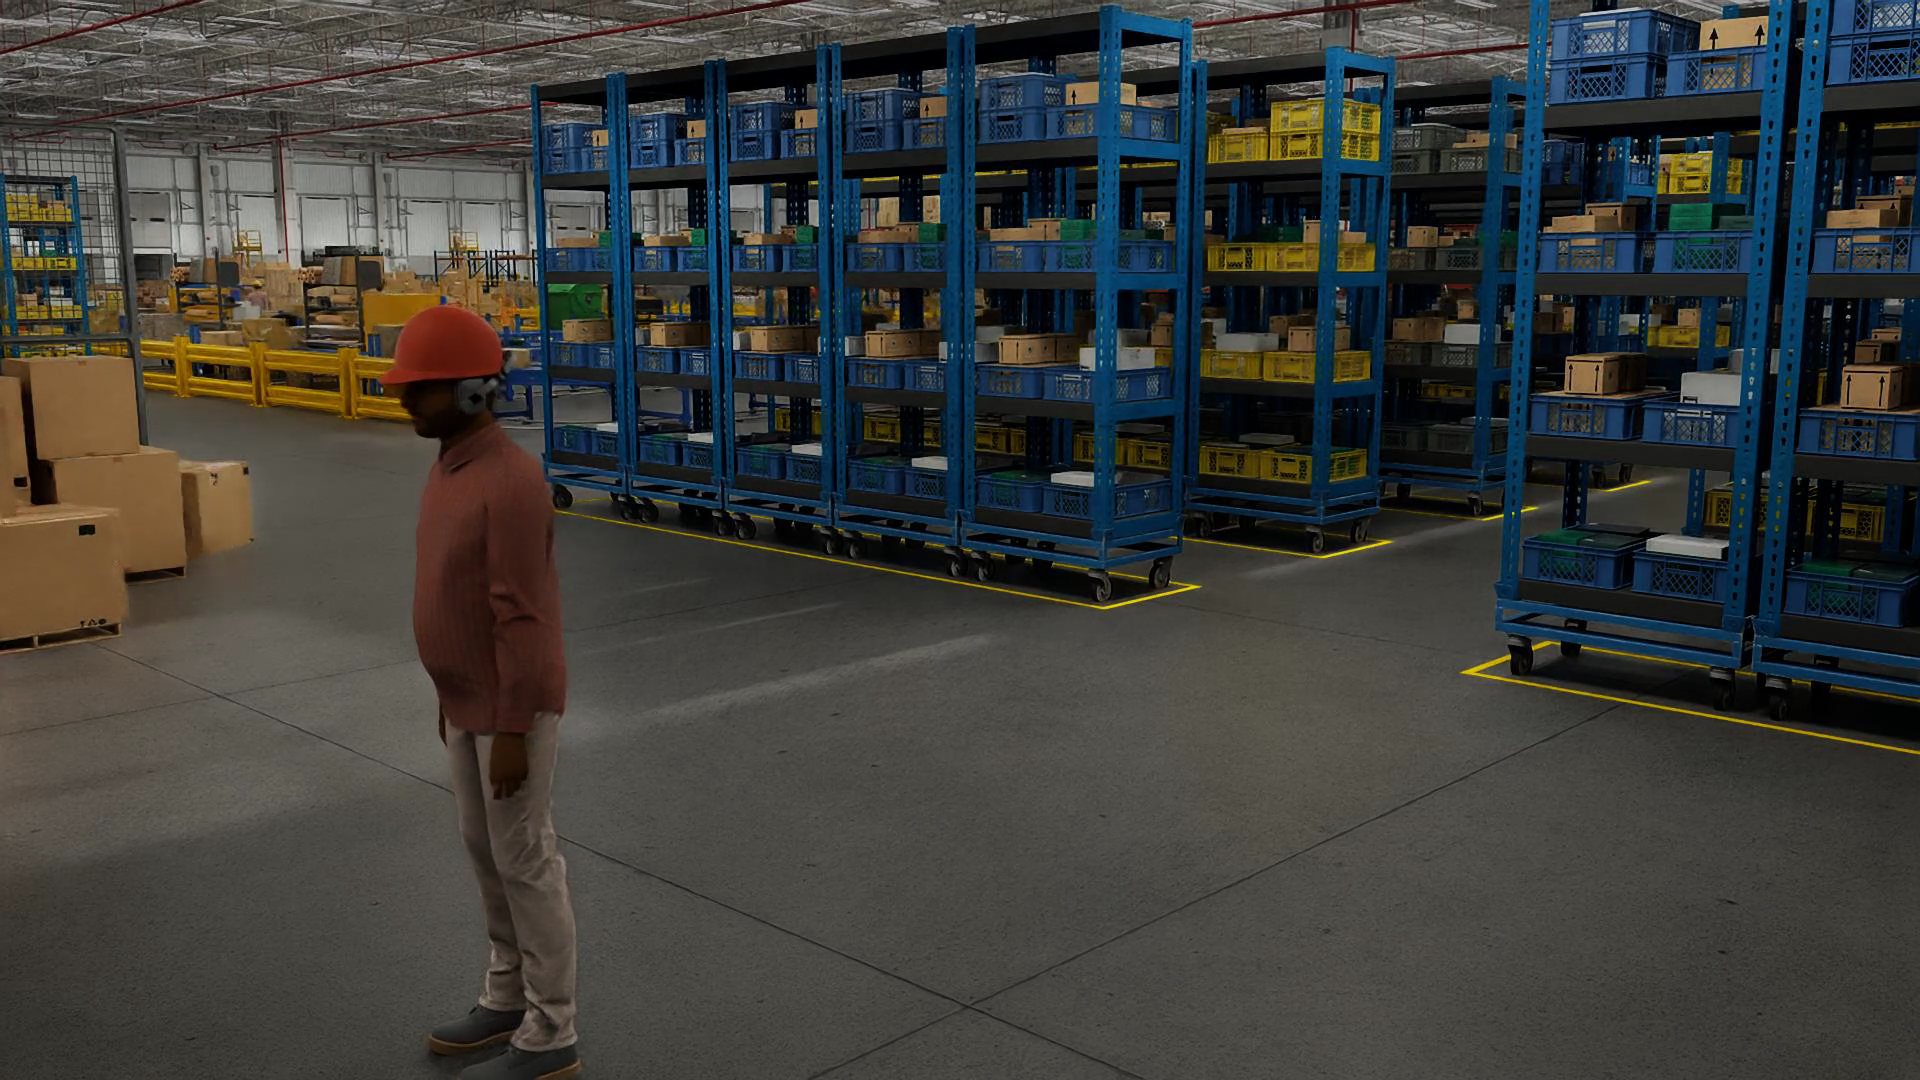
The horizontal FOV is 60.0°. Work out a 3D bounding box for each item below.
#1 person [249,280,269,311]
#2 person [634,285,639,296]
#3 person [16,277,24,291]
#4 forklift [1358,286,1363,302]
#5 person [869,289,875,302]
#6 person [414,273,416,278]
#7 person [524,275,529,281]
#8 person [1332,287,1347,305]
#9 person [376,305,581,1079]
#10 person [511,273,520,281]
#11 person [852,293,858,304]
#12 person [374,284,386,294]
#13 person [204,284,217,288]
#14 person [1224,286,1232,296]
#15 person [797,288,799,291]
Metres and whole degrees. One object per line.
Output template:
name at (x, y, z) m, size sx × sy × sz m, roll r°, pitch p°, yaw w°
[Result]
person at (-19.099, -6.200, 45.382) m, size 0.552 × 1.747 × 0.481 m, roll 0°, pitch 9°, yaw -1°
person at (-21.116, -16.489, 108.977) m, size 0.520 × 1.595 × 0.865 m, roll 6°, pitch 11°, yaw 34°
person at (-44.329, -11.612, 78.464) m, size 0.900 × 1.812 × 0.630 m, roll -4°, pitch 10°, yaw -22°
forklift at (11.100, -7.017, 46.970) m, size 1.873 × 2.768 × 1.129 m, roll 9°, pitch 13°, yaw 43°
person at (-4.132, -11.218, 75.656) m, size 0.922 × 1.936 × 0.614 m, roll -4°, pitch 10°, yaw -23°
person at (-28.796, -13.104, 87.486) m, size 0.411 × 1.849 × 0.591 m, roll -6°, pitch 11°, yaw -31°
person at (-24.715, -14.243, 94.794) m, size 0.513 × 1.735 × 0.388 m, roll 8°, pitch 12°, yaw 41°
person at (5.730, -2.907, 24.748) m, size 0.640 × 1.909 × 0.409 m, roll 9°, pitch 13°, yaw 43°
person at (-1.215, 0.407, 4.211) m, size 0.409 × 1.987 × 0.609 m, roll -7°, pitch 11°, yaw -36°
person at (-25.535, -14.417, 95.572) m, size 0.506 × 1.831 × 0.555 m, roll 2°, pitch 9°, yaw 10°
person at (-4.059, -9.286, 63.812) m, size 0.556 × 1.922 × 0.409 m, roll -3°, pitch 10°, yaw -18°
person at (-13.854, -5.351, 39.870) m, size 0.506 × 1.860 × 0.538 m, roll -5°, pitch 11°, yaw -28°
person at (-24.962, -8.009, 55.616) m, size 0.877 × 2.000 × 0.681 m, roll -7°, pitch 11°, yaw -35°
person at (7.669, -6.713, 48.014) m, size 0.630 × 1.928 × 0.444 m, roll -3°, pitch 10°, yaw -19°
person at (-6.524, -10.190, 69.541) m, size 0.600 × 1.867 × 1.021 m, roll -5°, pitch 10°, yaw -27°
